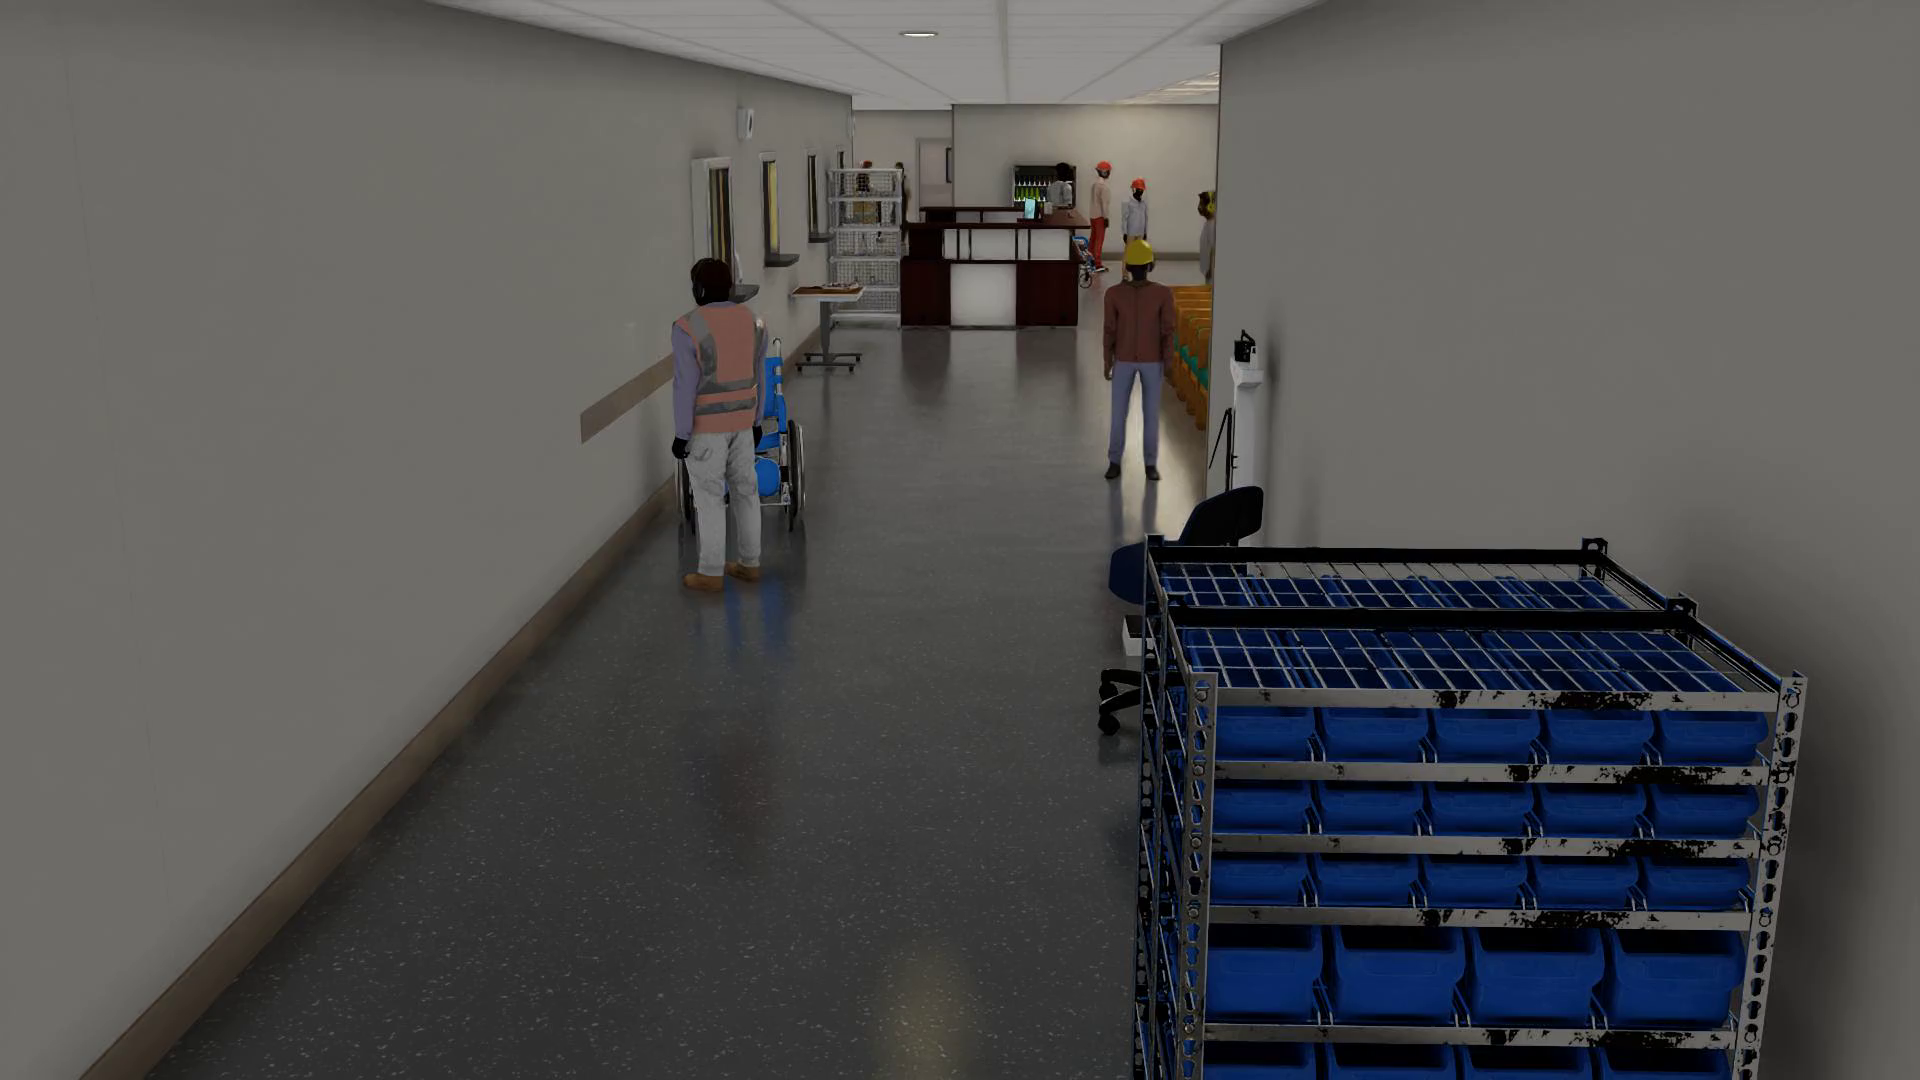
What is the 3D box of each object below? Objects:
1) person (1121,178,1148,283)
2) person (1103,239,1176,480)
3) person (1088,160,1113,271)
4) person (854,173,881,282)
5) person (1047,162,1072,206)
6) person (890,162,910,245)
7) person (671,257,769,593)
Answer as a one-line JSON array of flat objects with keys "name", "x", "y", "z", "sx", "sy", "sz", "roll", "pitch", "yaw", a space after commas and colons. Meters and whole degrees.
[{"name": "person", "x": 2.920, "y": -5.114, "z": 27.595, "sx": 0.564, "sy": 1.743, "sz": 0.351, "roll": -10, "pitch": 17, "yaw": -35}, {"name": "person", "x": 1.299, "y": -1.296, "z": 12.081, "sx": 0.526, "sy": 1.760, "sz": 0.355, "roll": 2, "pitch": 14, "yaw": 8}, {"name": "person", "x": 2.561, "y": -5.878, "z": 30.213, "sx": 0.421, "sy": 1.985, "sz": 0.614, "roll": -4, "pitch": 14, "yaw": -15}, {"name": "person", "x": -1.625, "y": -5.249, "z": 27.943, "sx": 0.630, "sy": 1.843, "sz": 0.429, "roll": -1, "pitch": 14, "yaw": -3}, {"name": "person", "x": 1.792, "y": -5.689, "z": 29.465, "sx": 0.367, "sy": 1.967, "sz": 0.602, "roll": -10, "pitch": 17, "yaw": -35}, {"name": "person", "x": -1.344, "y": -7.465, "z": 36.949, "sx": 0.502, "sy": 1.832, "sz": 0.402, "roll": 7, "pitch": 15, "yaw": 26}, {"name": "person", "x": -1.346, "y": -0.633, "z": 9.211, "sx": 0.429, "sy": 1.841, "sz": 0.633, "roll": 13, "pitch": 19, "yaw": 41}]
